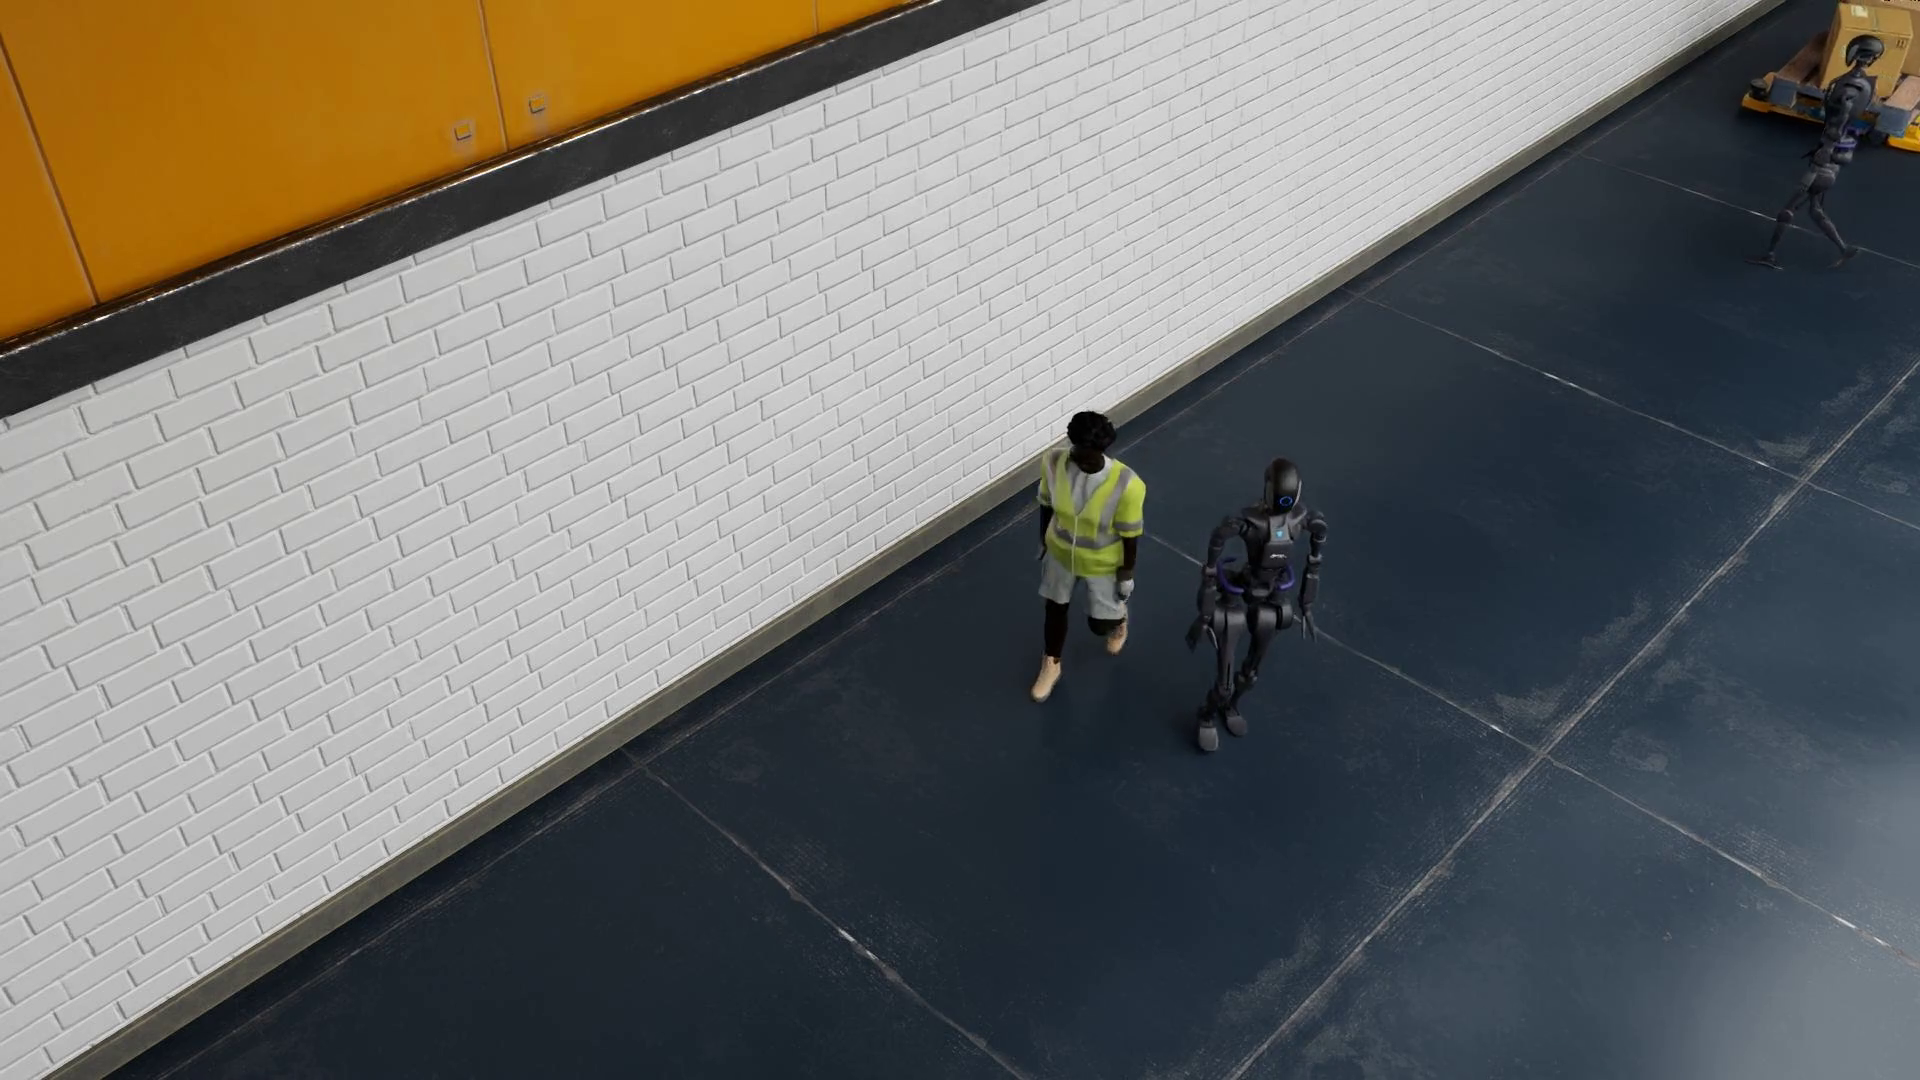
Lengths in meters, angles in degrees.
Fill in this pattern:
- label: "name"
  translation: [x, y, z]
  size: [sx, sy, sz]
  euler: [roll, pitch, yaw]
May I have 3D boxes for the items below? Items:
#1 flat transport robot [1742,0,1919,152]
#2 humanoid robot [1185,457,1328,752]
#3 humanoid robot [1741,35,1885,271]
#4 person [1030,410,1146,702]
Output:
- label: "flat transport robot"
  translation: [7.072, -3.450, 13.233]
  size: [1.431, 0.231, 0.659]
  euler: [27, 46, 29]
- label: "humanoid robot"
  translation: [1.310, 0.273, 7.460]
  size: [0.601, 1.642, 0.391]
  euler: [-7, 39, -8]
- label: "humanoid robot"
  translation: [5.767, -2.510, 10.952]
  size: [0.683, 1.637, 0.599]
  euler: [18, 42, 22]
- label: "person"
  translation: [0.620, 0.033, 7.751]
  size: [0.555, 1.669, 0.535]
  euler: [19, 42, 22]
